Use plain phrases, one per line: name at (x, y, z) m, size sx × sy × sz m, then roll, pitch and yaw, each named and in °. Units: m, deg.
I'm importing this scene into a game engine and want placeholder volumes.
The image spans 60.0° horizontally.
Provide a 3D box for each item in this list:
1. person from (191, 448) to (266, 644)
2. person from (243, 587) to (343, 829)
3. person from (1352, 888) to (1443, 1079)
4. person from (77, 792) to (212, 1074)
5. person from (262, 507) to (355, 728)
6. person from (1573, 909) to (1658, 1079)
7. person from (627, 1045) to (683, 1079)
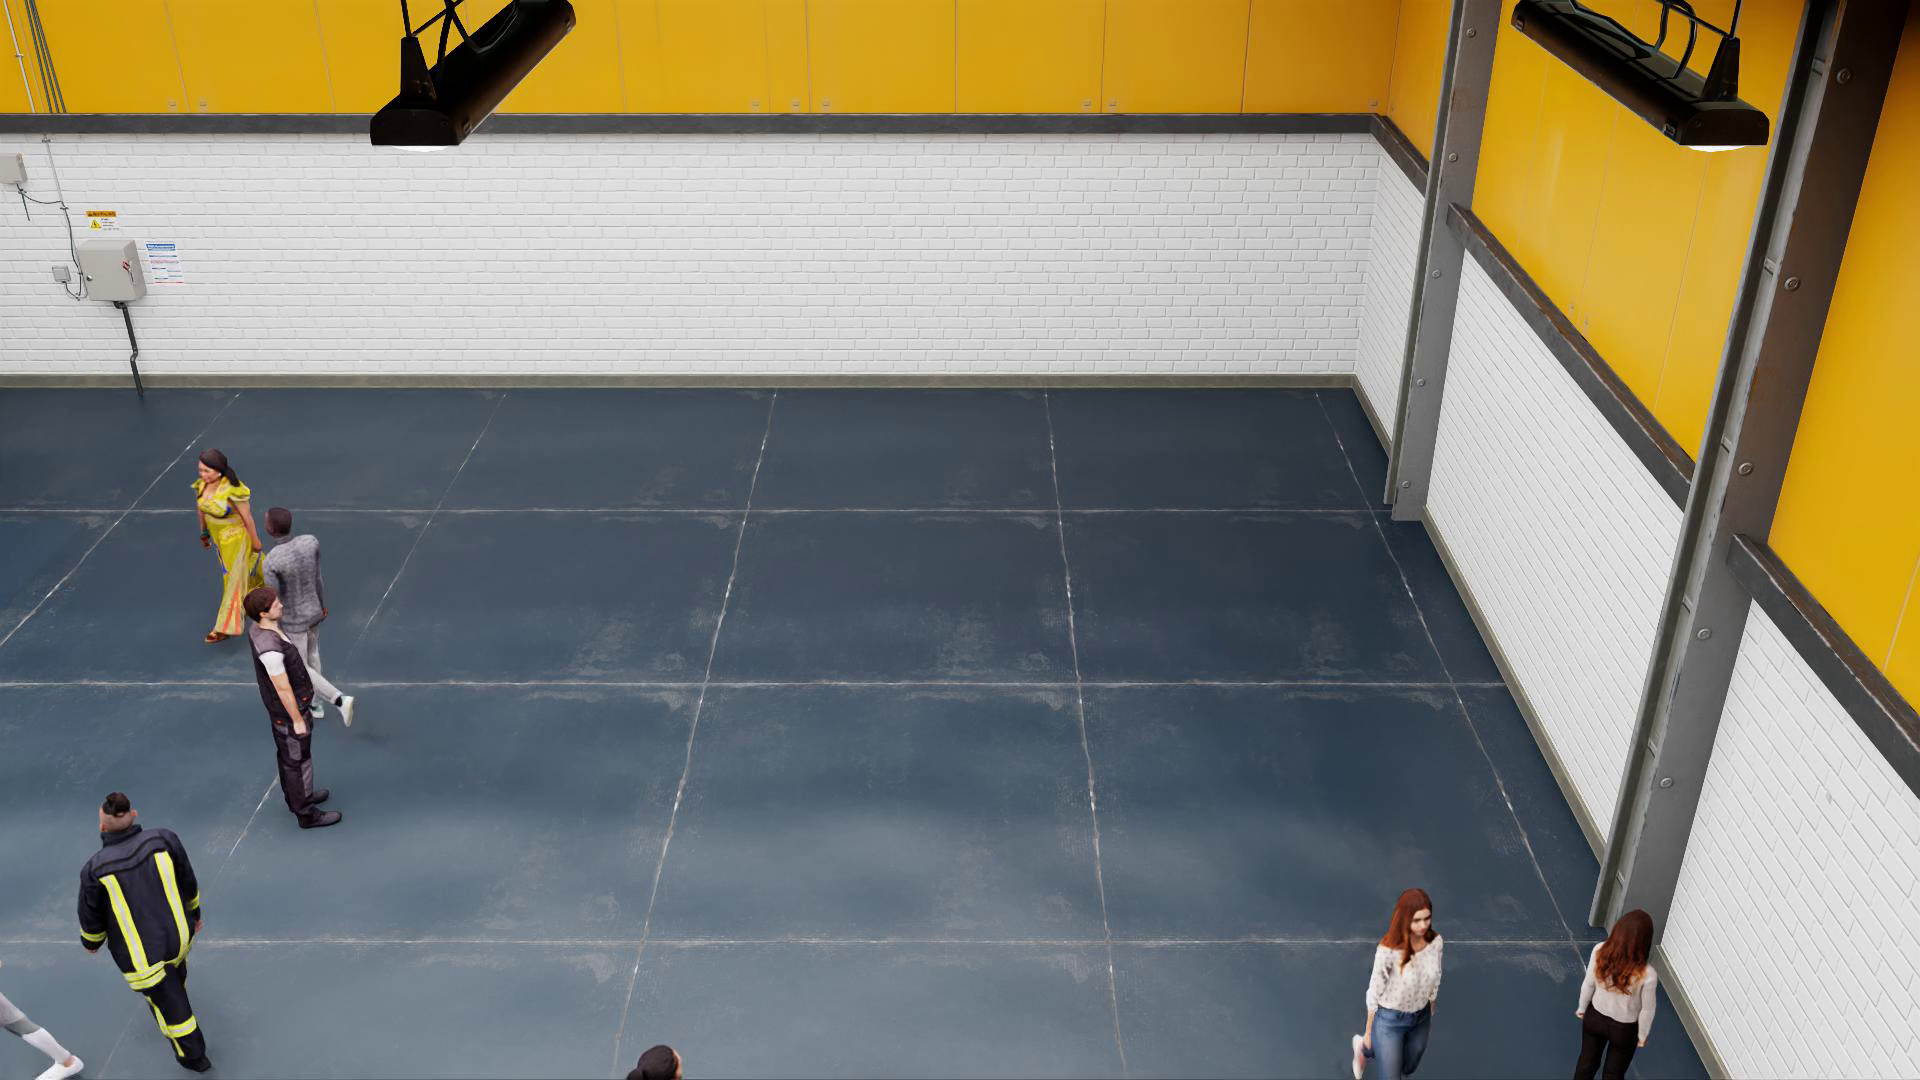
person at (-5.998, -0.034, 13.854) m, size 1.081 × 1.603 × 1.345 m, roll 11°, pitch 31°, yaw 20°
person at (-4.648, 1.142, 11.442) m, size 0.802 × 1.848 × 0.689 m, roll -16°, pitch 32°, yaw -26°
person at (2.340, 2.548, 9.006) m, size 0.766 × 1.713 × 1.042 m, roll -8°, pitch 30°, yaw -15°
person at (-4.571, 2.252, 9.434) m, size 1.227 × 1.823 × 1.203 m, roll 21°, pitch 35°, yaw 34°
person at (-4.879, 0.607, 12.449) m, size 0.998 × 1.823 × 1.025 m, roll 11°, pitch 31°, yaw 20°
person at (3.565, 2.632, 9.091) m, size 0.672 × 1.484 × 0.613 m, roll -25°, pitch 38°, yaw -38°
person at (-1.397, 3.093, 8.022) m, size 0.689 × 1.698 × 0.732 m, roll 20°, pitch 34°, yaw 32°
